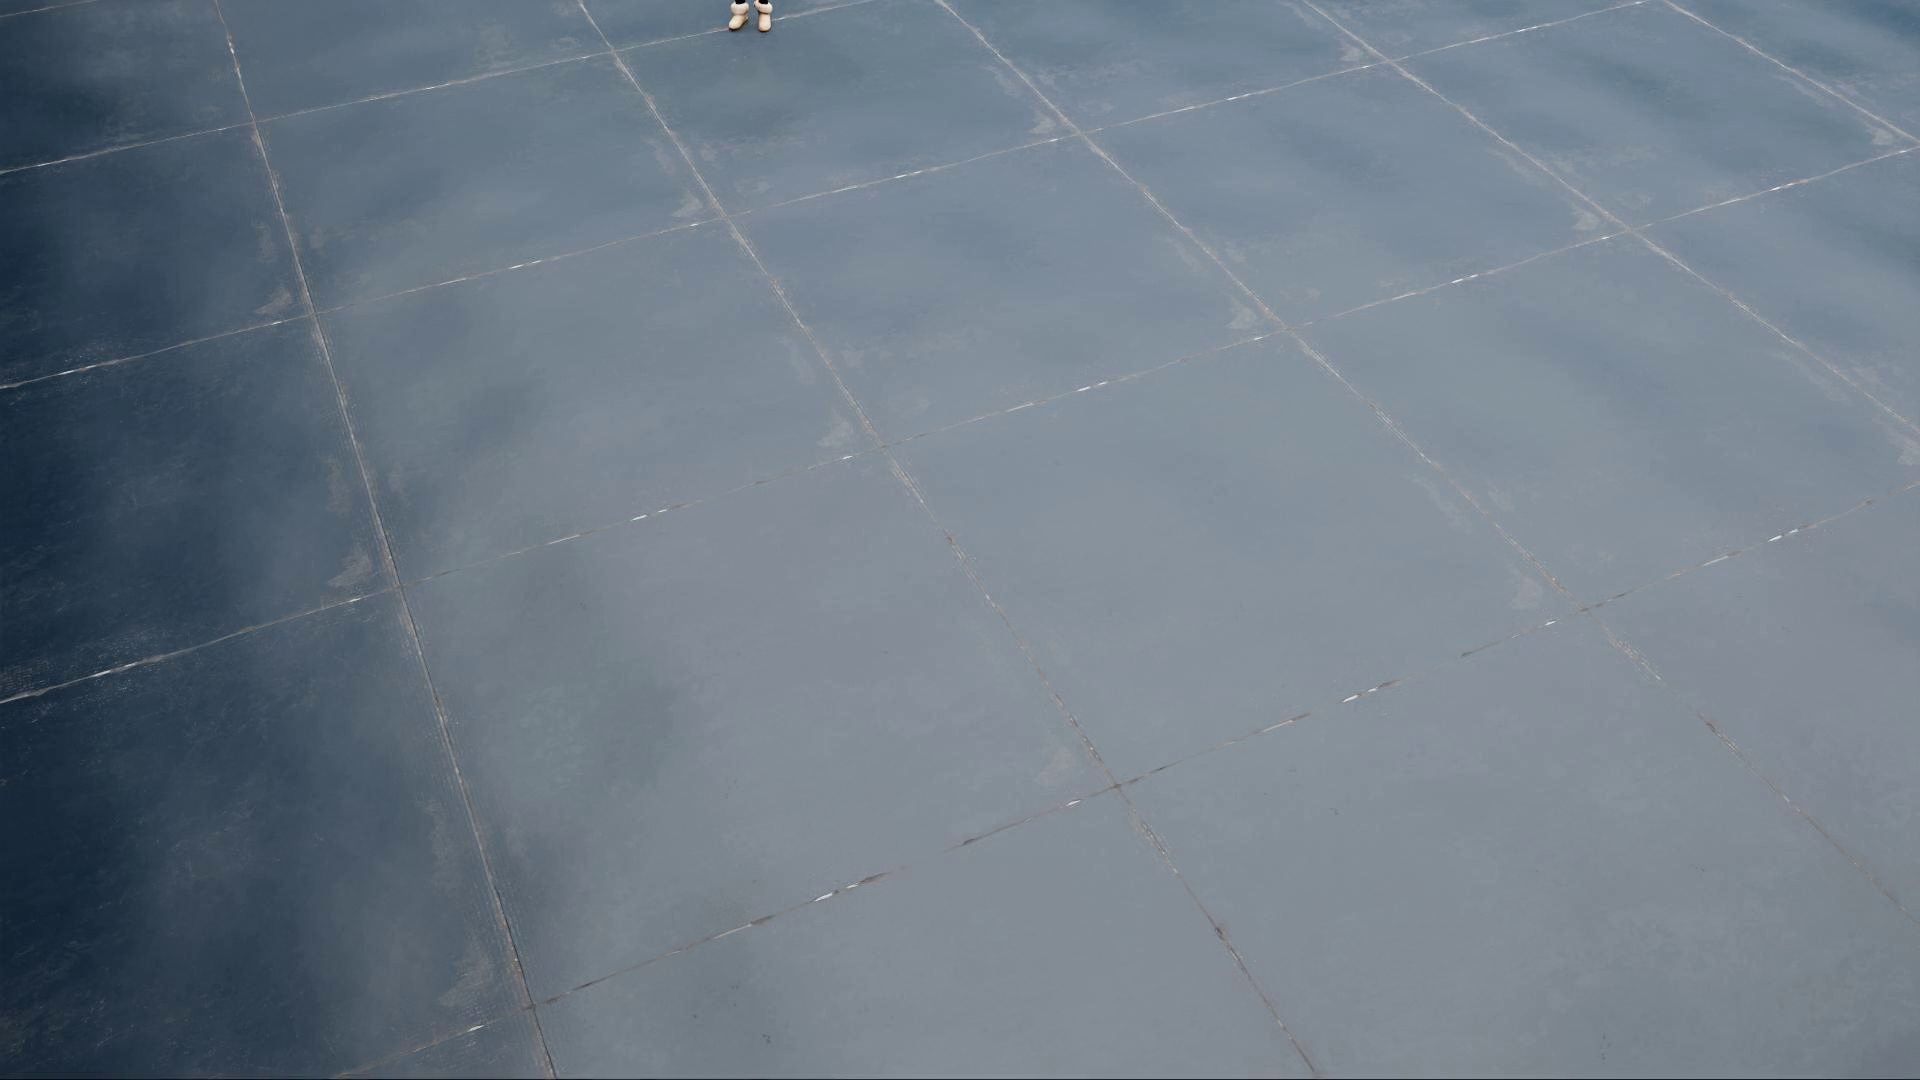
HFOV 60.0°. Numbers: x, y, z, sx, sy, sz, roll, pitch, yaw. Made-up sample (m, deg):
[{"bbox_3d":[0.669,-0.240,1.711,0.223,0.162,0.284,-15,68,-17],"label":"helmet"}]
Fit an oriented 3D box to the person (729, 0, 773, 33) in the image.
[{"bbox_3d":[-1.830,-5.214,14.265,0.681,1.658,0.703,5,43,6],"label":"person"}]
